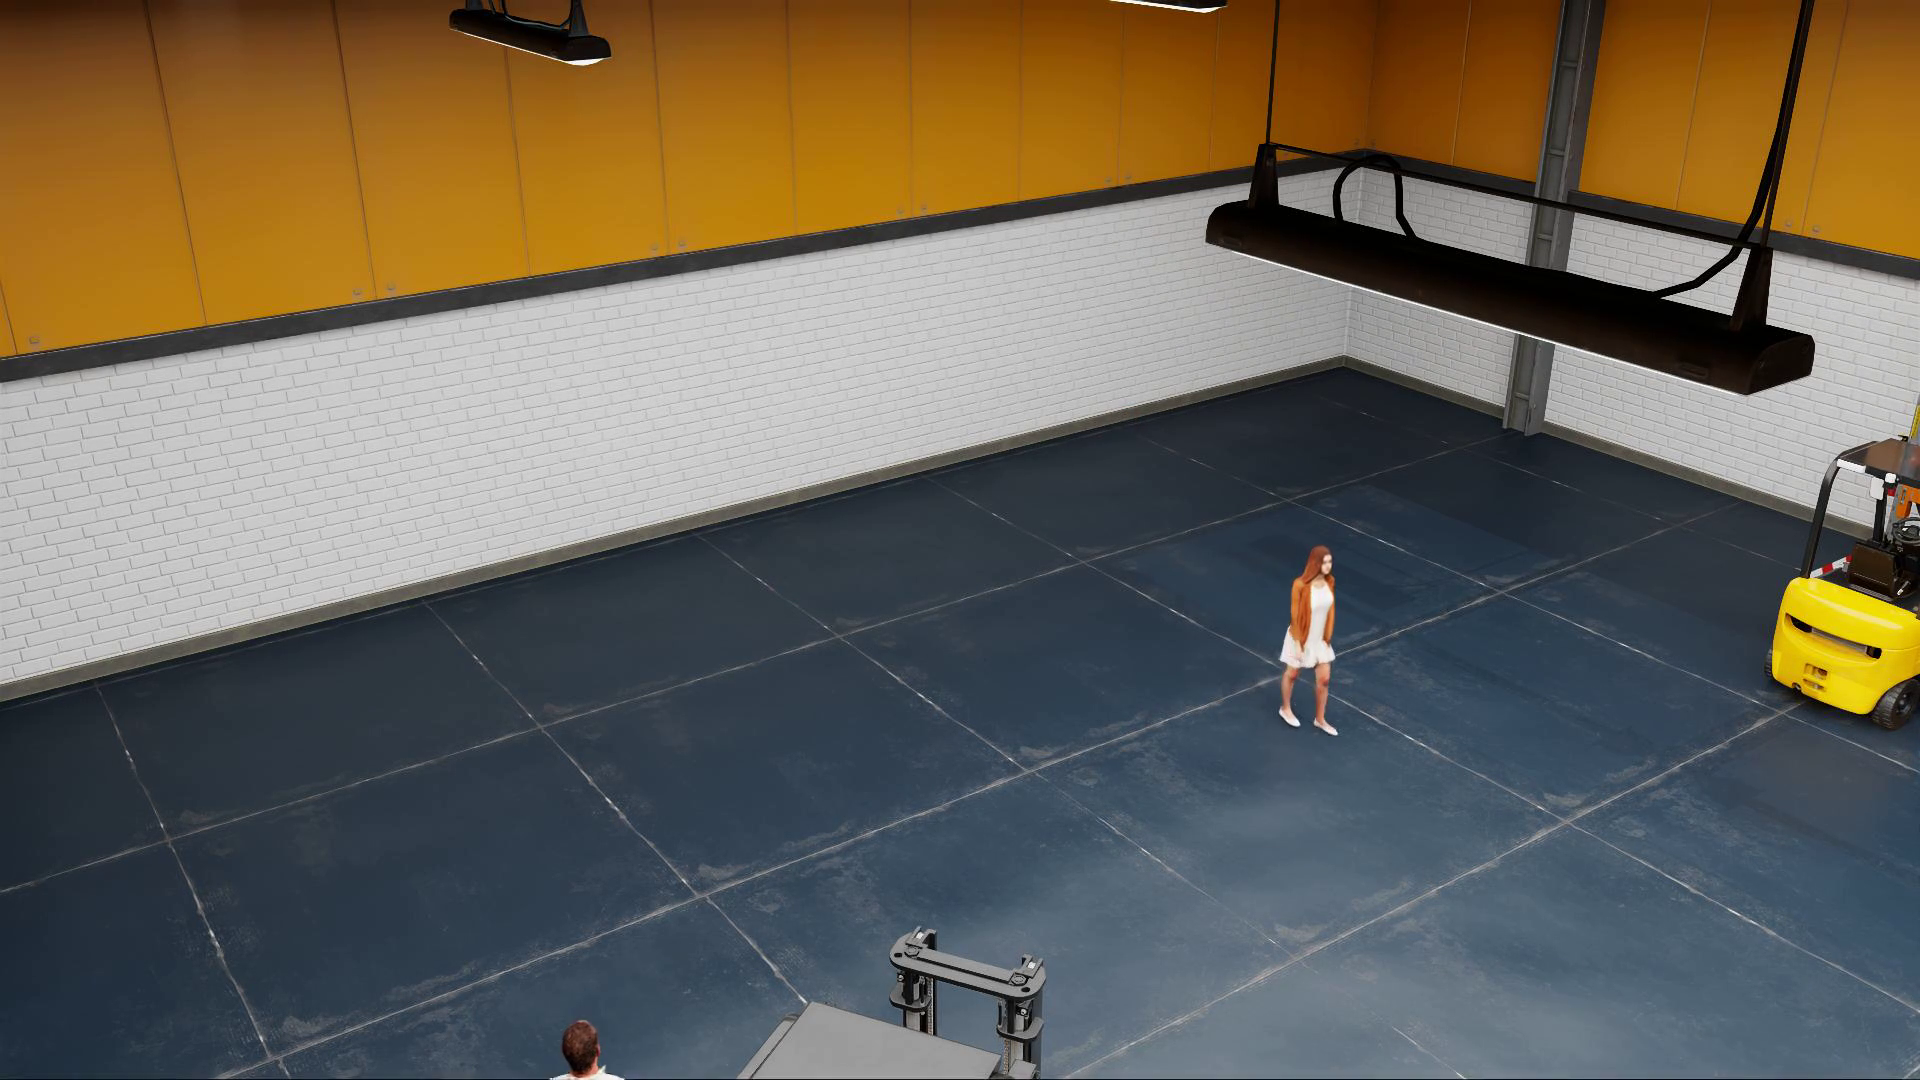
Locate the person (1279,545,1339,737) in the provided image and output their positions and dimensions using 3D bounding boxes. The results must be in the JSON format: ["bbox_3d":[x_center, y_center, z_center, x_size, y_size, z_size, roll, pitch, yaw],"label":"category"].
[{"bbox_3d":[2.882,0.797,14.067,0.694,1.703,0.851,-10,25,-21],"label":"person"}]

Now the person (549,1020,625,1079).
[{"bbox_3d":[-1.853,3.251,8.294,1.079,1.830,1.235,0,24,0],"label":"person"}]
